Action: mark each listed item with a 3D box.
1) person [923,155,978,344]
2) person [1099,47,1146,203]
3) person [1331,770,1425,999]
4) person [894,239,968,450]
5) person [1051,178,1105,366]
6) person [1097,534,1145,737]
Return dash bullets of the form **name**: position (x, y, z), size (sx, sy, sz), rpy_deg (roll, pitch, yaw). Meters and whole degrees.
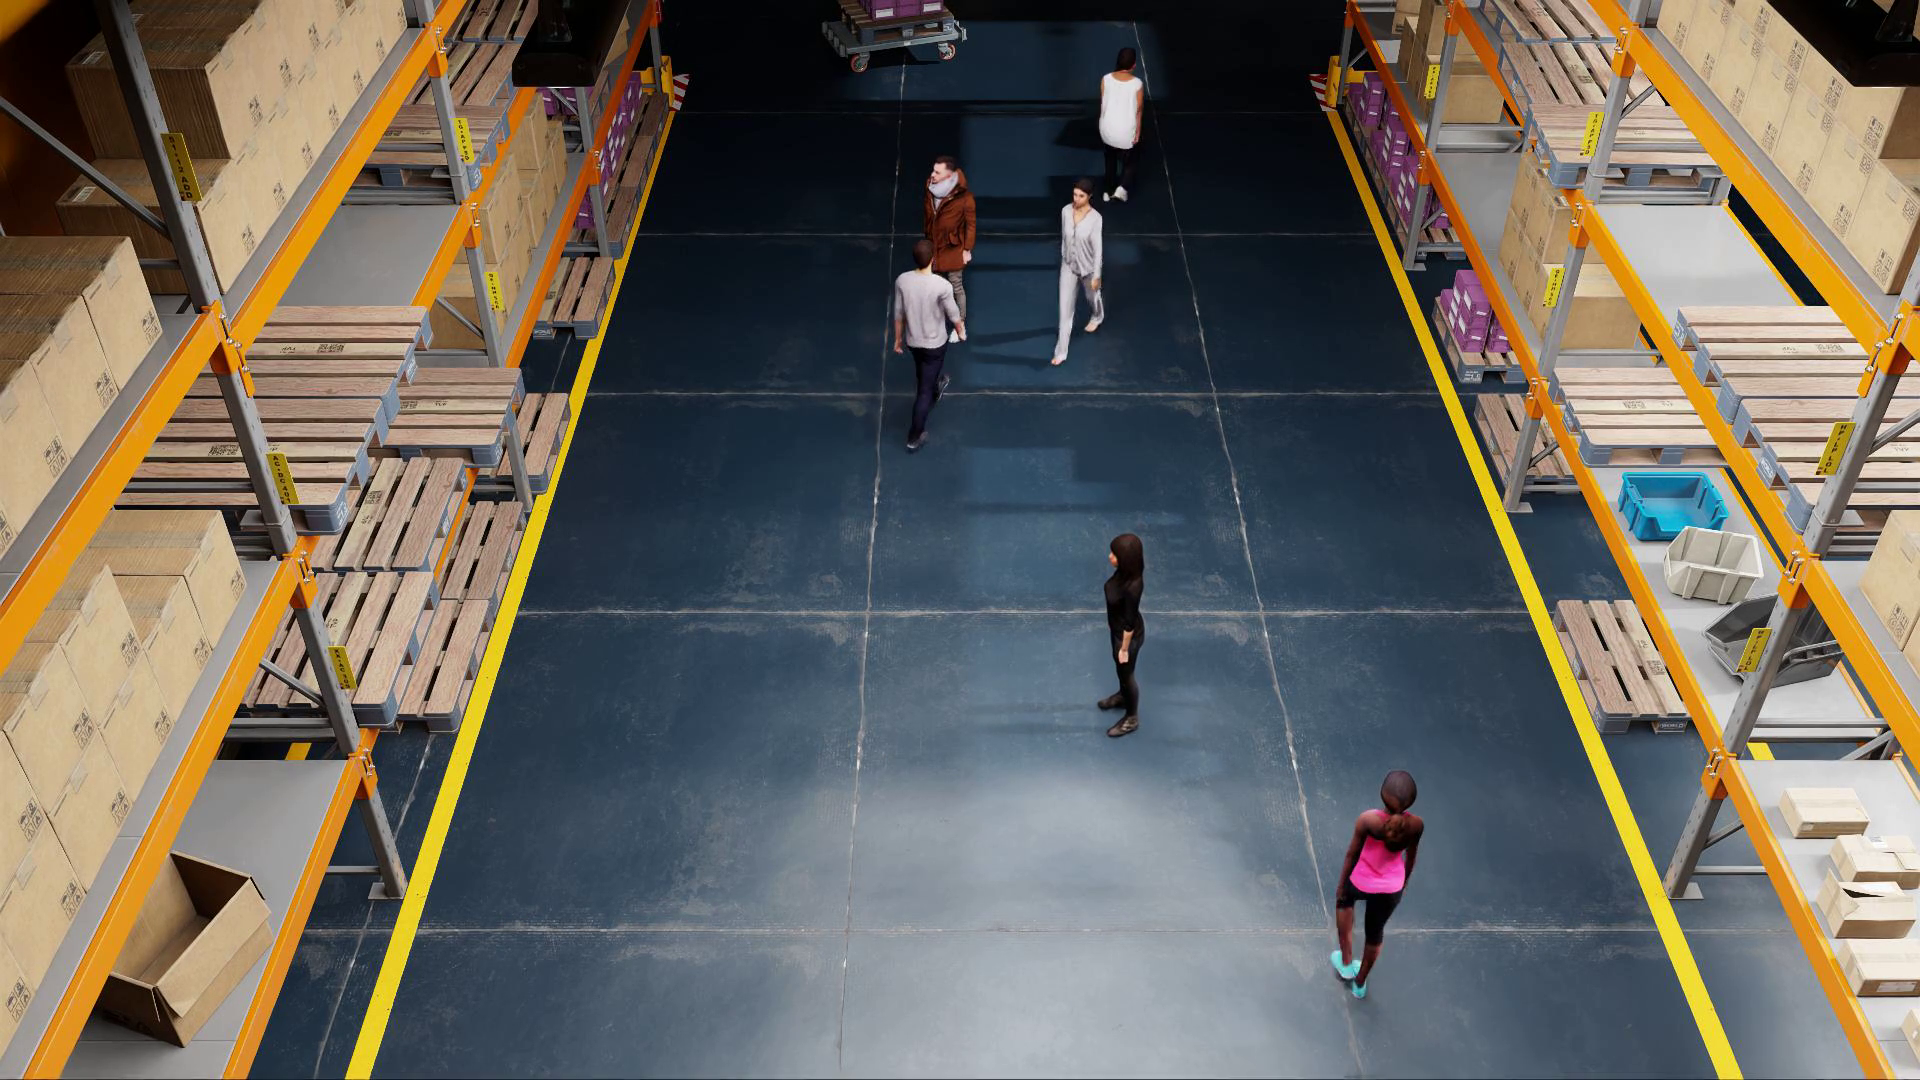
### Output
- **person**: position (-0.123, -2.690, 15.253), size (0.847, 1.836, 0.885), rpy_deg (24, 44, 27)
- **person**: position (1.649, -4.295, 17.390), size (0.802, 1.677, 0.843), rpy_deg (19, 42, 22)
- **person**: position (2.363, 2.023, 9.453), size (0.595, 1.710, 0.615), rpy_deg (3, 39, 4)
- **person**: position (-0.335, -1.603, 13.926), size (1.039, 1.793, 1.286), rpy_deg (18, 42, 22)
- **person**: position (1.149, -2.512, 15.124), size (0.973, 1.718, 1.226), rpy_deg (20, 43, 23)
- **person**: position (1.129, 0.616, 11.273), size (0.643, 1.637, 0.476), rpy_deg (-4, 39, -5)
